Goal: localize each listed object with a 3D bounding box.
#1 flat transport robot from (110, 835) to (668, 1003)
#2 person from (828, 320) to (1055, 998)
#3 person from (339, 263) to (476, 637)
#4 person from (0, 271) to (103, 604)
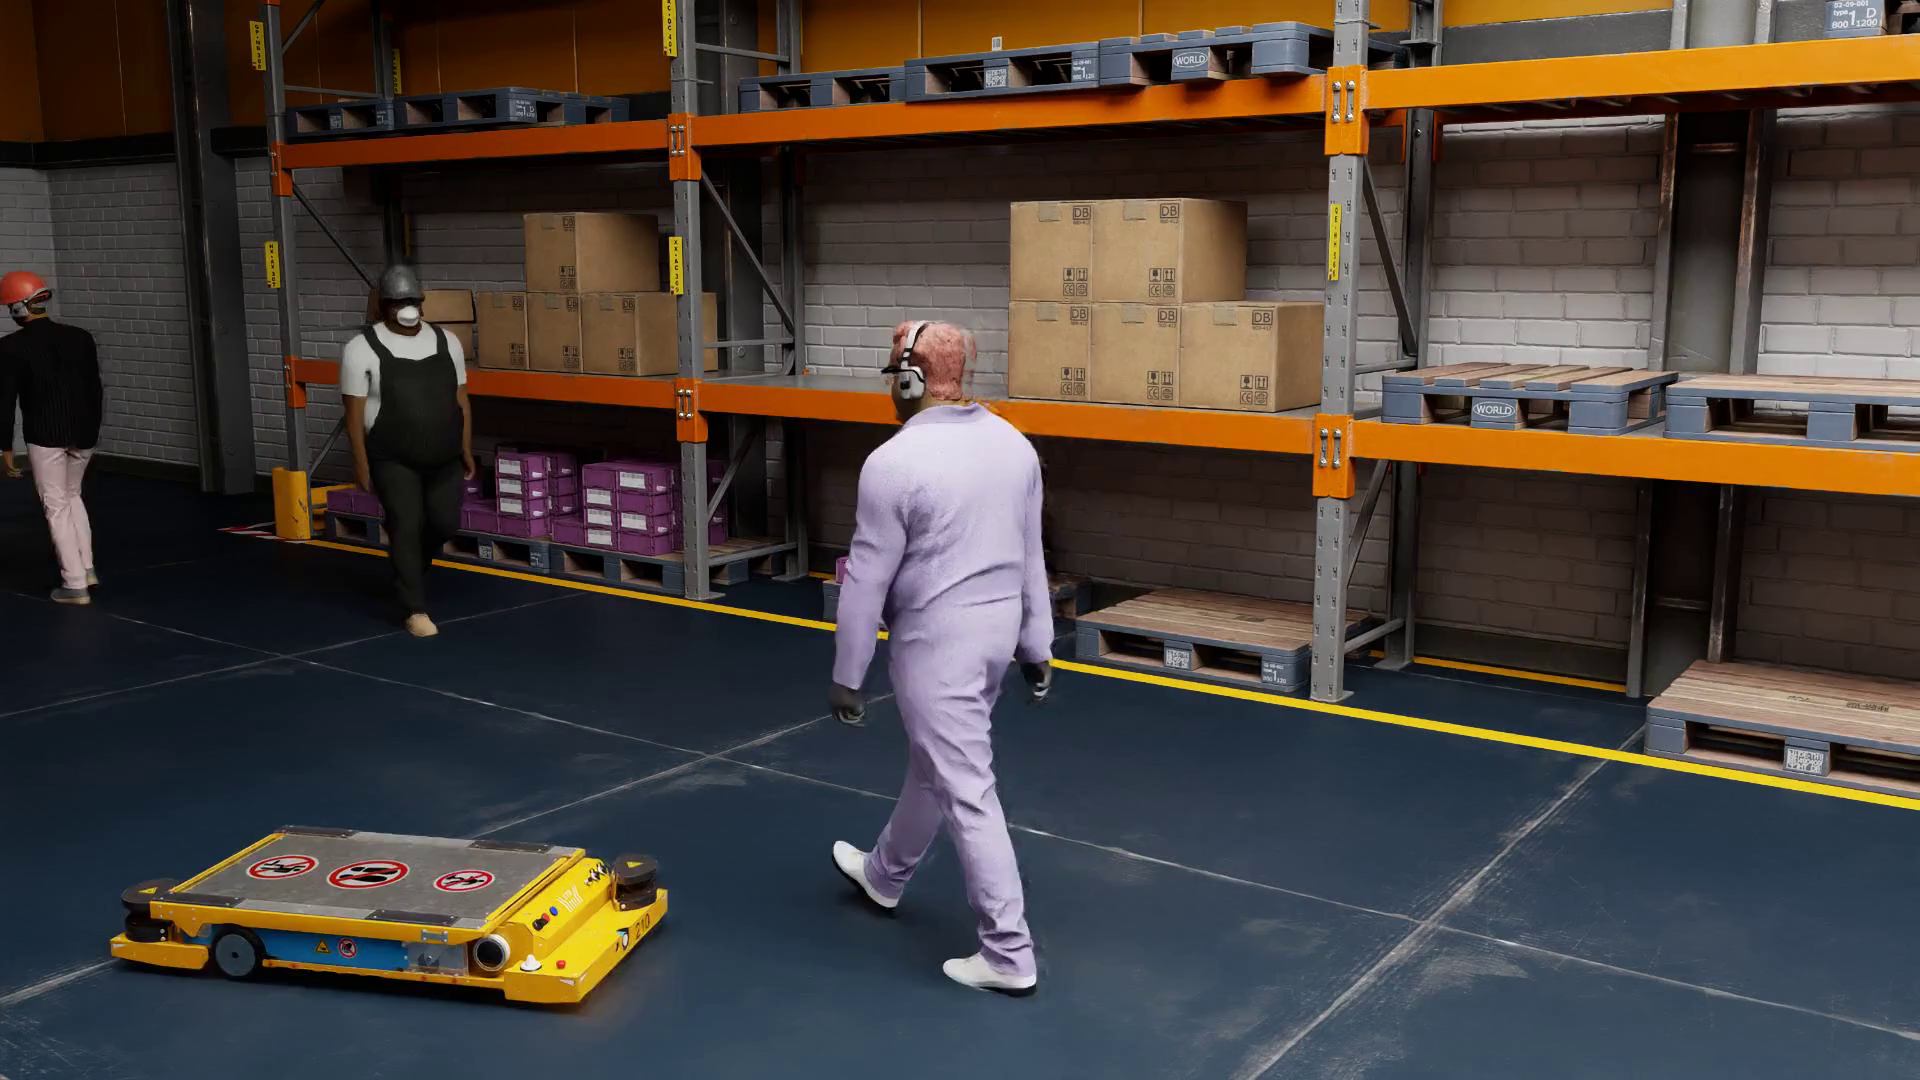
[{"bbox_3d":[-1.654,1.076,4.892,1.431,0.197,0.652,2,10,12],"label":"flat transport robot"},{"bbox_3d":[-0.105,0.309,4.771,1.000,1.850,0.653,8,12,39],"label":"person"},{"bbox_3d":[-3.054,-0.528,9.184,0.681,2.000,0.792,-8,13,-41],"label":"person"},{"bbox_3d":[-5.367,-0.595,9.820,0.539,1.961,0.644,6,11,31],"label":"person"}]
